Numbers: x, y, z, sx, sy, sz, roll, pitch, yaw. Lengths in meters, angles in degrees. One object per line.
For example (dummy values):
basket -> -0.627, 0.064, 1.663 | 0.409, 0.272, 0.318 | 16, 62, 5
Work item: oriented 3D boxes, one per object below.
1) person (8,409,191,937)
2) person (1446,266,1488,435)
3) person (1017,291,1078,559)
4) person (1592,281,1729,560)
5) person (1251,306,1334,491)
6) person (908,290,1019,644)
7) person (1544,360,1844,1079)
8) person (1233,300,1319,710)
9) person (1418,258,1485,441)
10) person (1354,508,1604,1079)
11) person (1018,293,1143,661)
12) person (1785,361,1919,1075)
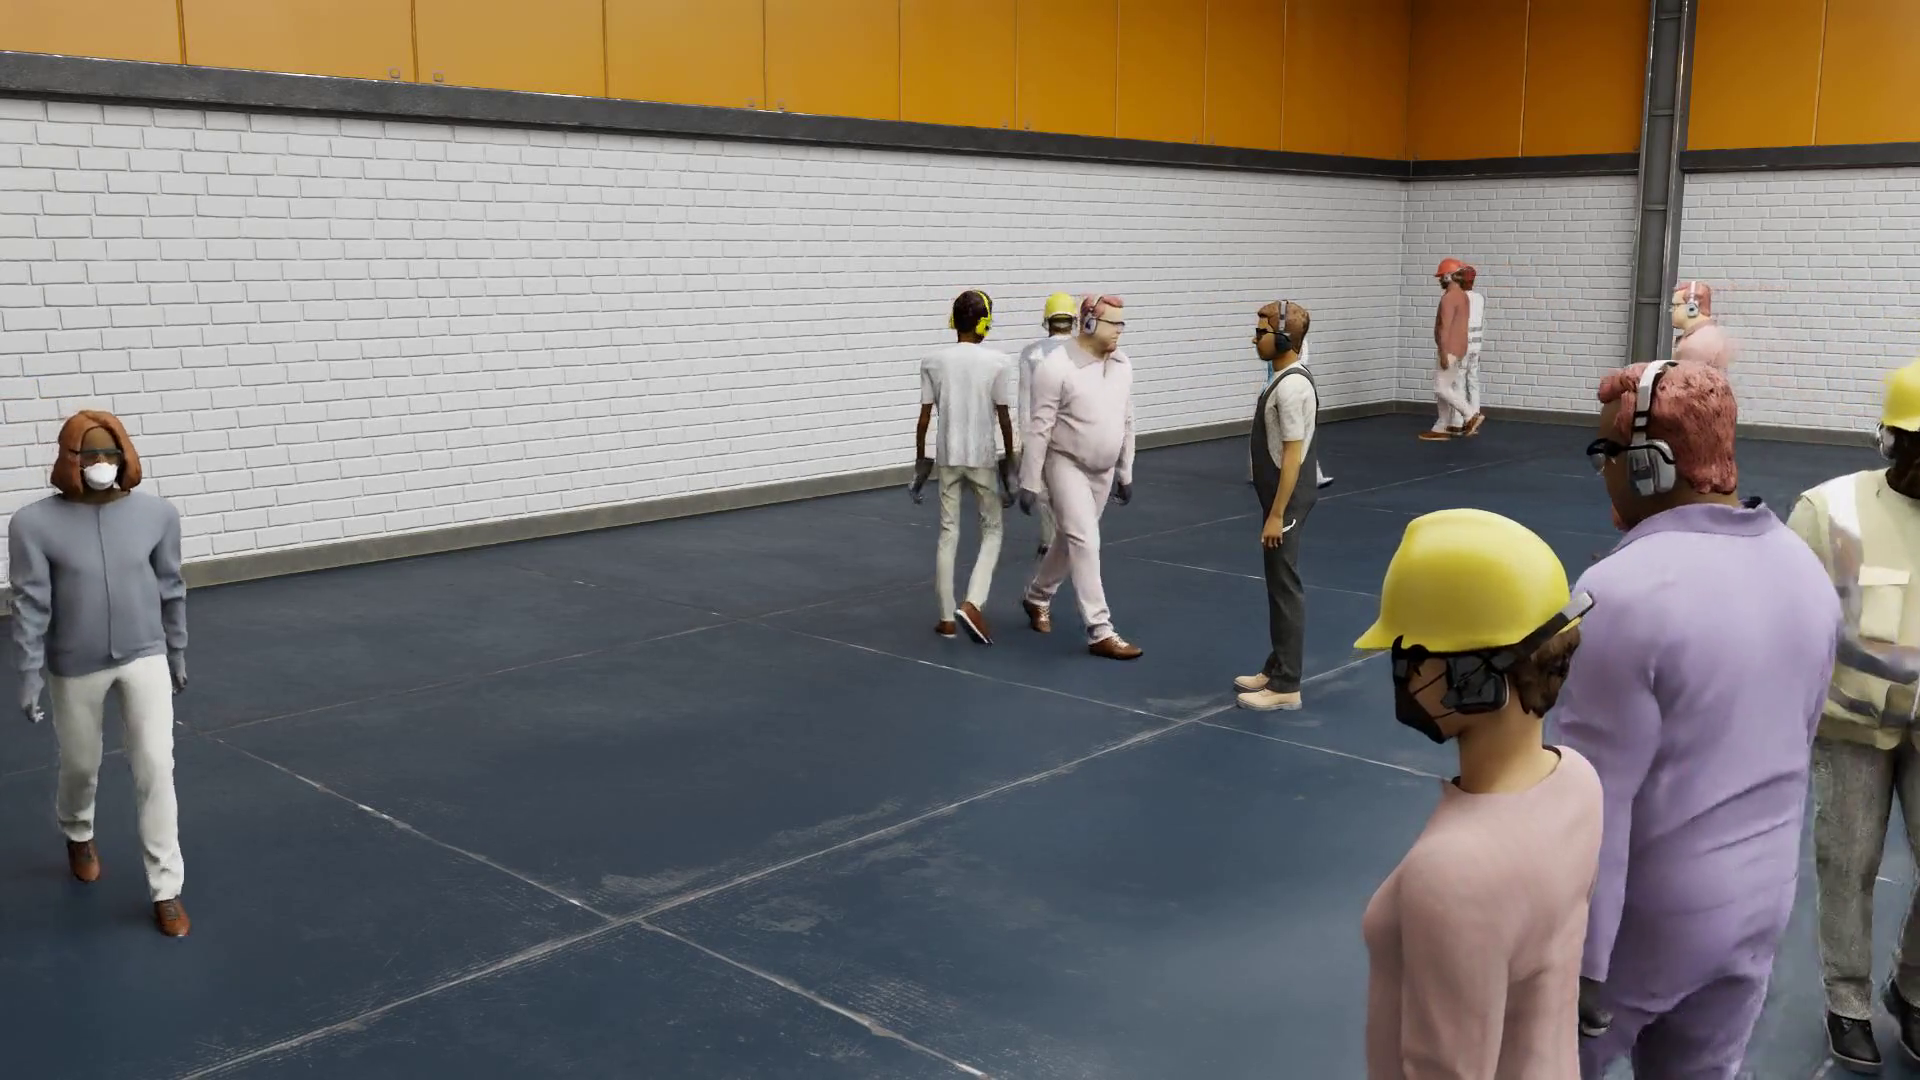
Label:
person -> -2.684, 0.380, 5.209 | 0.509, 1.601, 0.845 | -8, 13, -38
person -> 5.628, -2.104, 18.543 | 0.568, 1.878, 0.350 | -7, 12, -35
person -> 0.673, -0.712, 10.828 | 0.598, 1.803, 0.810 | -1, 10, -8
person -> 4.378, -0.647, 10.278 | 0.927, 1.868, 0.644 | 4, 11, 23
person -> 2.815, -1.200, 14.191 | 0.528, 1.580, 0.897 | -7, 12, -33
person -> 0.010, -0.373, 8.752 | 0.619, 1.855, 0.472 | 2, 10, 14
person -> 1.217, 0.628, 2.935 | 0.676, 1.885, 0.423 | -6, 12, -31
person -> 1.435, -0.153, 7.507 | 0.345, 1.846, 0.508 | 2, 10, 9
person -> 5.307, -2.021, 17.803 | 0.640, 1.970, 0.624 | 7, 12, 36
person -> 0.637, 0.833, 2.132 | 0.317, 1.765, 0.522 | 6, 12, 33
person -> 0.587, -0.352, 8.648 | 0.692, 1.856, 0.988 | -9, 13, -42
person -> 2.328, 0.451, 4.143 | 0.597, 1.817, 0.432 | 3, 11, 19
